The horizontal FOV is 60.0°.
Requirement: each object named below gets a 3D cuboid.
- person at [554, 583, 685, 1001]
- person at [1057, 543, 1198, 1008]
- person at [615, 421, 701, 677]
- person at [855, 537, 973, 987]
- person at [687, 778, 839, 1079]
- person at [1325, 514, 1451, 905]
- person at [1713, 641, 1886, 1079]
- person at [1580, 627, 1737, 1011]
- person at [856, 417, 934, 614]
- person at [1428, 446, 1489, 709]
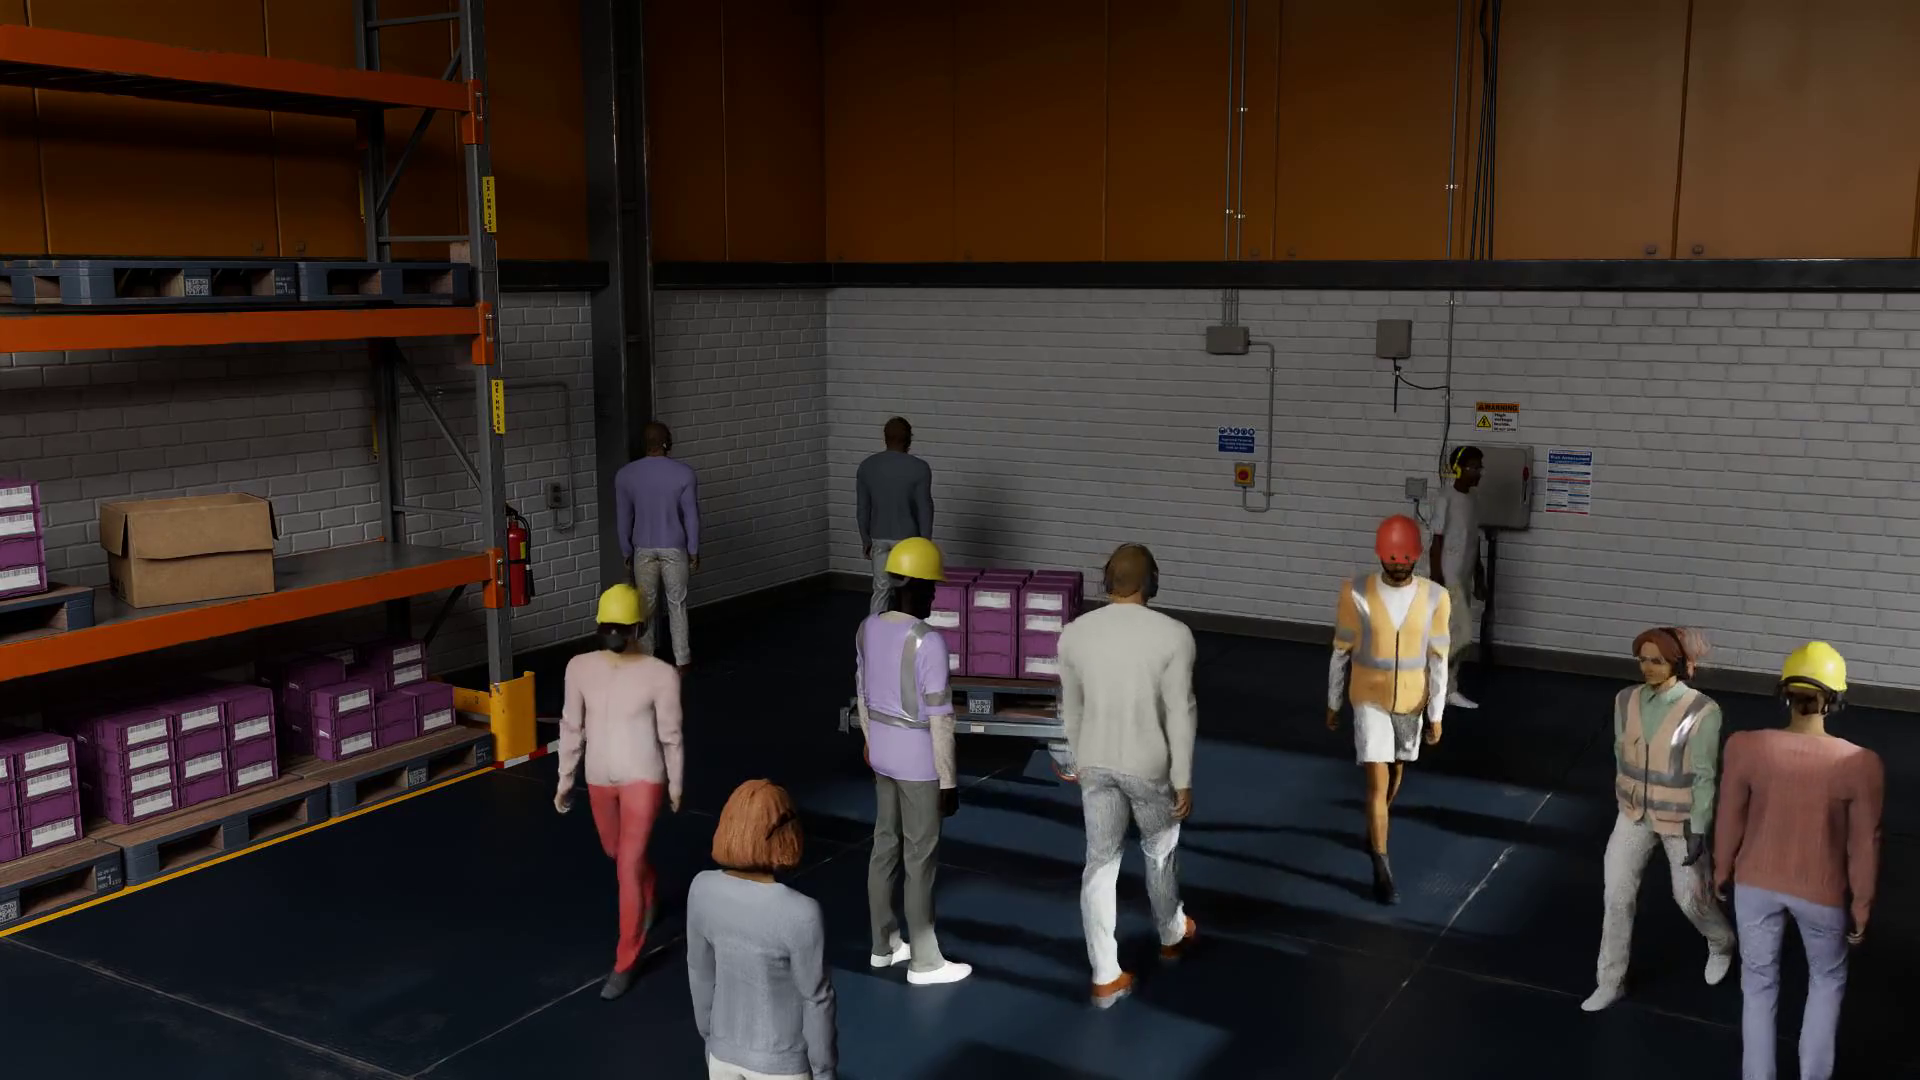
[{"bbox_3d":[-1.436,1.012,7.272,0.527,1.729,0.877,3,9,15],"label":"person"},{"bbox_3d":[0.745,0.956,7.109,0.644,1.891,0.927,4,10,25],"label":"person"},{"bbox_3d":[-2.252,0.077,12.480,0.627,1.934,0.372,0,9,1],"label":"person"},{"bbox_3d":[-0.205,0.940,7.116,0.370,1.924,0.586,-8,12,-40],"label":"person"},{"bbox_3d":[-0.549,1.470,4.707,0.500,1.636,0.284,6,11,33],"label":"person"},{"bbox_3d":[2.138,0.772,8.337,0.551,1.882,1.012,0,9,3],"label":"person"},{"bbox_3d":[2.938,1.222,5.877,0.536,1.749,0.439,5,11,31],"label":"person"},{"bbox_3d":[2.953,1.140,6.884,0.759,1.613,0.510,-6,11,-34],"label":"person"},{"bbox_3d":[-0.497,0.017,12.849,0.629,1.935,0.372,4,10,23],"label":"person"},{"bbox_3d":[3.497,0.267,11.548,0.381,1.858,0.519,8,12,40],"label":"person"}]
